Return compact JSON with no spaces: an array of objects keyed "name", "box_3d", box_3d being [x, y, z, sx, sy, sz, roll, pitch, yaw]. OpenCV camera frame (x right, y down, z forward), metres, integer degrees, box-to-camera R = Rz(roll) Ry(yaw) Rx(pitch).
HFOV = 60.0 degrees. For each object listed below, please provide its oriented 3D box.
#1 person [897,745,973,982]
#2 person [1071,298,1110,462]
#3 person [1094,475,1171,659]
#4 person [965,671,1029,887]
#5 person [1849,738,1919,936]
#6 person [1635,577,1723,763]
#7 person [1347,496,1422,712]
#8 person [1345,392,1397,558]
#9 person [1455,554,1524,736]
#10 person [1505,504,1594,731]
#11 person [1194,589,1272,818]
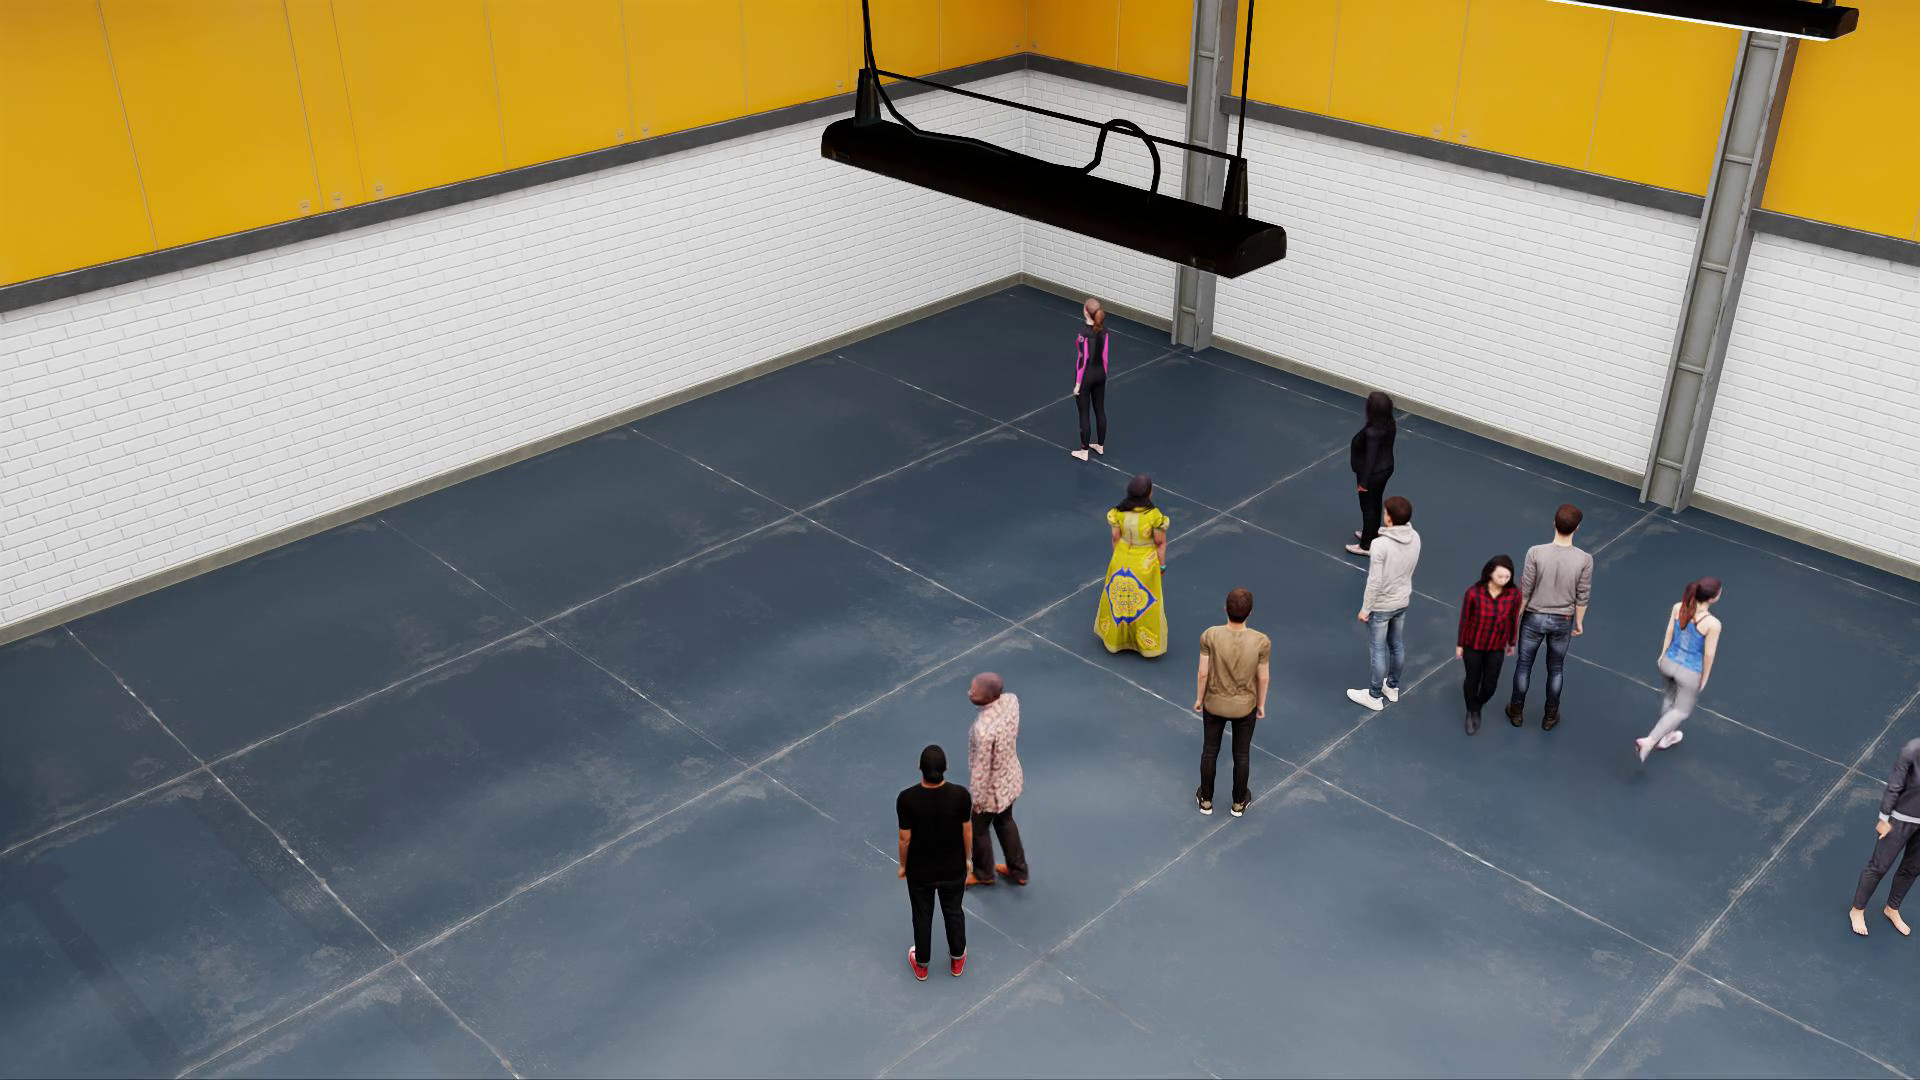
[{"name":"person","box_3d":[-0.152,2.030,10.476,0.727,1.758,0.766,-3,29,-6]},{"name":"person","box_3d":[1.356,-1.677,17.279,0.598,1.751,0.597,-18,33,-30]},{"name":"person","box_3d":[1.477,0.217,13.903,0.883,1.660,1.029,12,31,20]},{"name":"person","box_3d":[0.283,1.651,11.145,0.869,1.782,0.866,16,32,27]},{"name":"person","box_3d":[6.230,1.813,10.863,0.681,1.768,0.736,-1,29,-1]},{"name":"person","box_3d":[5.415,1.004,12.534,0.765,1.587,0.942,-19,34,-30]},{"name":"person","box_3d":[3.400,0.497,13.187,0.702,1.852,0.632,-19,34,-31]},{"name":"person","box_3d":[3.861,-0.628,15.497,0.707,1.616,0.712,15,32,26]},{"name":"person","box_3d":[4.056,0.765,12.919,0.701,1.639,0.779,4,29,7]},{"name":"person","box_3d":[4.570,0.610,12.928,0.692,1.903,0.833,7,29,13]},{"name":"person","box_3d":[1.942,1.167,11.960,0.704,1.852,0.811,5,29,10]}]
